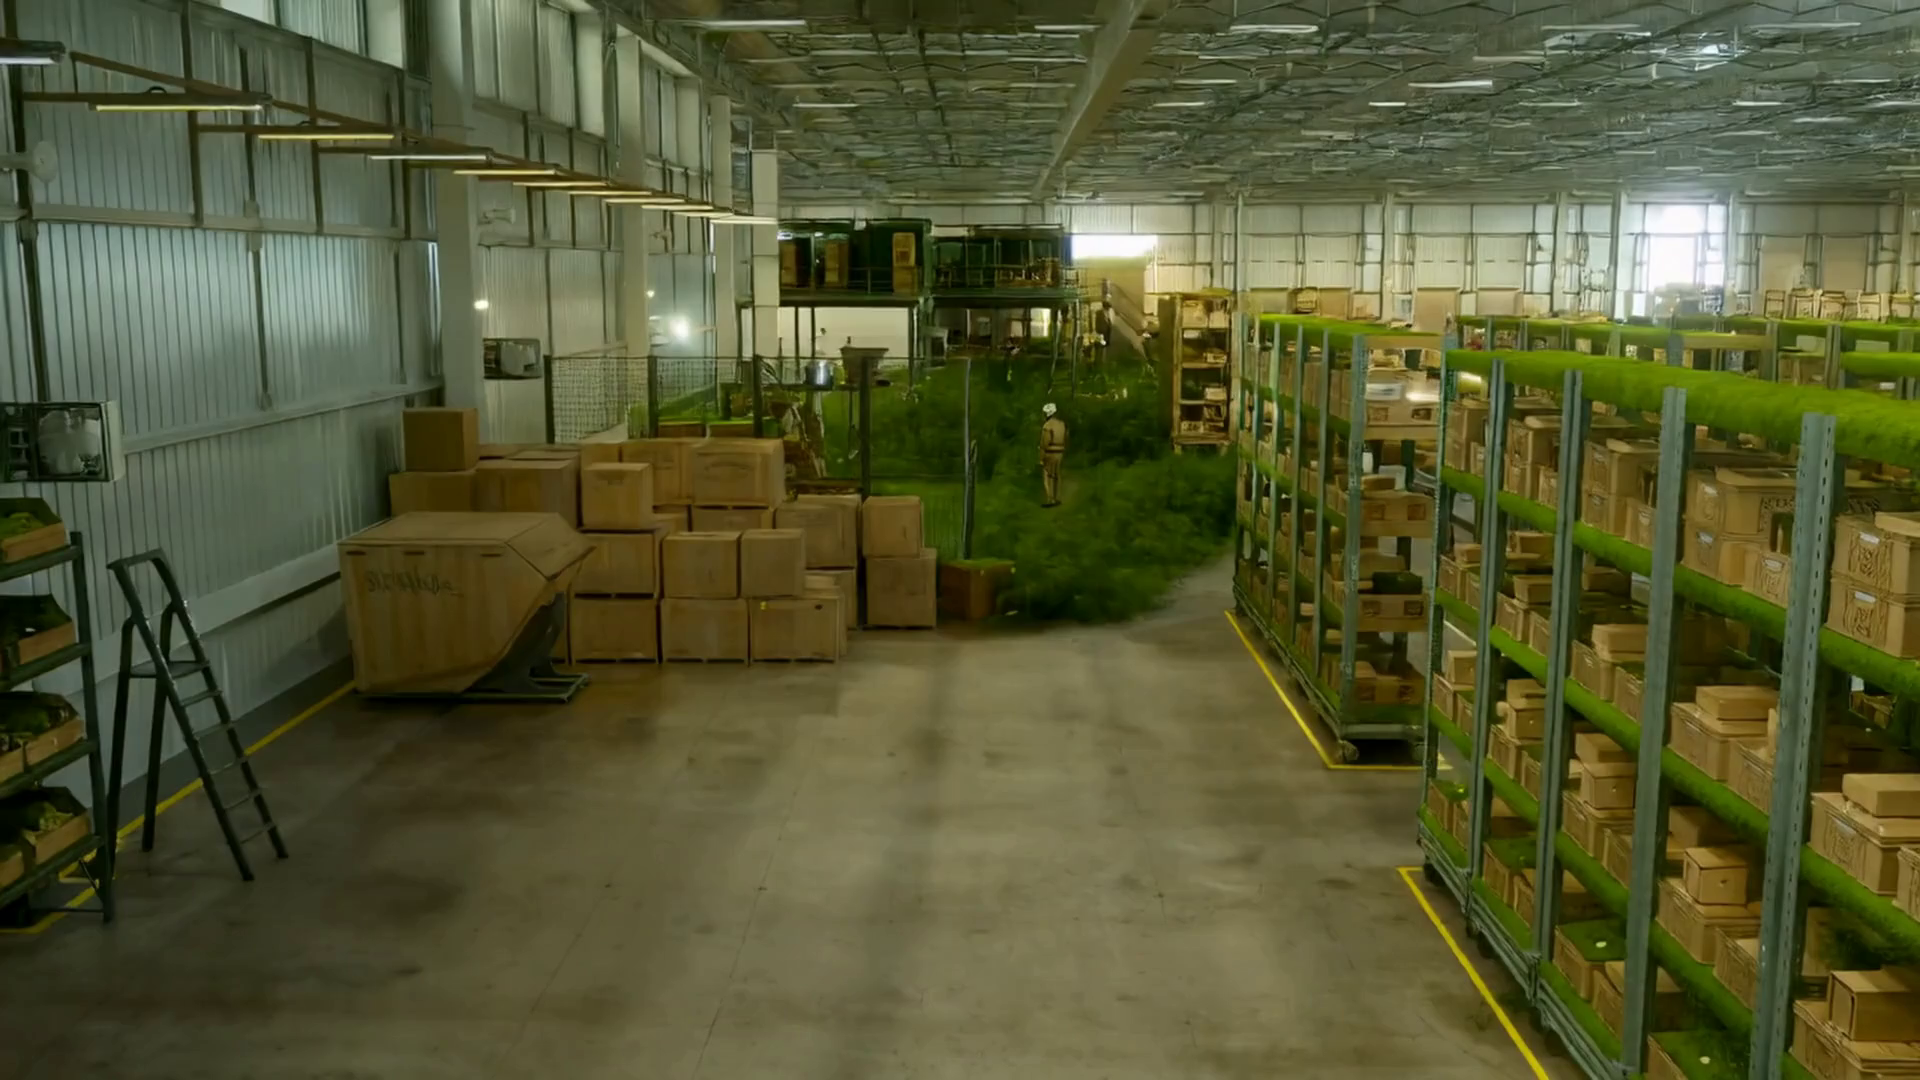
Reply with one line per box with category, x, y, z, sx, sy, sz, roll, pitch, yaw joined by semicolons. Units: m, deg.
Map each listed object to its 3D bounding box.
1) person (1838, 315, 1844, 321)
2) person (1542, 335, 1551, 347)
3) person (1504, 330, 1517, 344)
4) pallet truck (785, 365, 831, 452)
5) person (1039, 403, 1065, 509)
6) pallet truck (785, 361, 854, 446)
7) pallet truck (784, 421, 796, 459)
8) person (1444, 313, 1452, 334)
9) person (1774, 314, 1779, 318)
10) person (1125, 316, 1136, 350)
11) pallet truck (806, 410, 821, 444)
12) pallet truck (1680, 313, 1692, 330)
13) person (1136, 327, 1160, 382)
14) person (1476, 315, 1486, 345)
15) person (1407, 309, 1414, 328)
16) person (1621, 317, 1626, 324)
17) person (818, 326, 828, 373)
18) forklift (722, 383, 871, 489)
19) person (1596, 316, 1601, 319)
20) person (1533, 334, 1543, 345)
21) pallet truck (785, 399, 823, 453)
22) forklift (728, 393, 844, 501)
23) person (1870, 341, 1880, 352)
person;43.381;-10.099;81.844;0.648;1.914;0.726;-4;10;-25
person;23.221;-7.449;65.782;0.512;1.823;0.980;9;13;44
person;24.953;-8.971;75.396;0.550;1.738;0.527;0;9;-2
pallet truck;-3.774;-2.976;37.635;1.885;1.965;0.823;1;9;5
person;1.563;-1.446;28.715;0.403;1.828;0.593;7;12;38
pallet truck;-3.410;-3.193;38.978;1.885;1.965;0.823;0;9;-1
pallet truck;-4.013;-1.793;32.705;1.601;1.201;0.680;0;9;1
person;25.138;-10.755;85.822;0.417;1.939;0.601;-2;9;-14
person;43.228;-11.078;88.272;0.998;1.772;0.538;1;9;4
person;8.804;-10.703;86.015;0.607;1.786;1.036;-3;10;-15
pallet truck;-3.559;-2.018;33.905;1.522;1.261;0.704;0;9;-1
pallet truck;36.315;-10.531;84.244;0.823;1.965;1.885;-6;11;-33
person;6.944;-6.862;61.606;0.890;2.004;0.664;0;9;2
person;26.812;-10.688;85.810;0.836;1.808;0.627;1;9;9
person;25.603;-12.188;94.721;0.398;1.918;0.590;7;12;38
person;30.987;-9.437;77.743;0.586;1.918;0.397;5;10;26
person;-5.475;-7.637;66.785;0.424;1.864;0.605;0;9;-2
forklift;-2.893;-1.687;28.729;2.680;1.987;1.157;0;9;-1
person;33.870;-11.020;88.230;0.405;1.682;0.540;9;13;43
person;24.134;-8.182;69.756;0.609;1.995;0.378;0;9;2
pallet truck;-3.814;-2.432;36.419;1.630;1.274;0.653;0;9;1
forklift;-2.979;-1.316;26.476;2.680;1.987;1.157;0;9;1
person;32.893;-6.546;59.905;0.397;1.921;0.556;3;10;18
